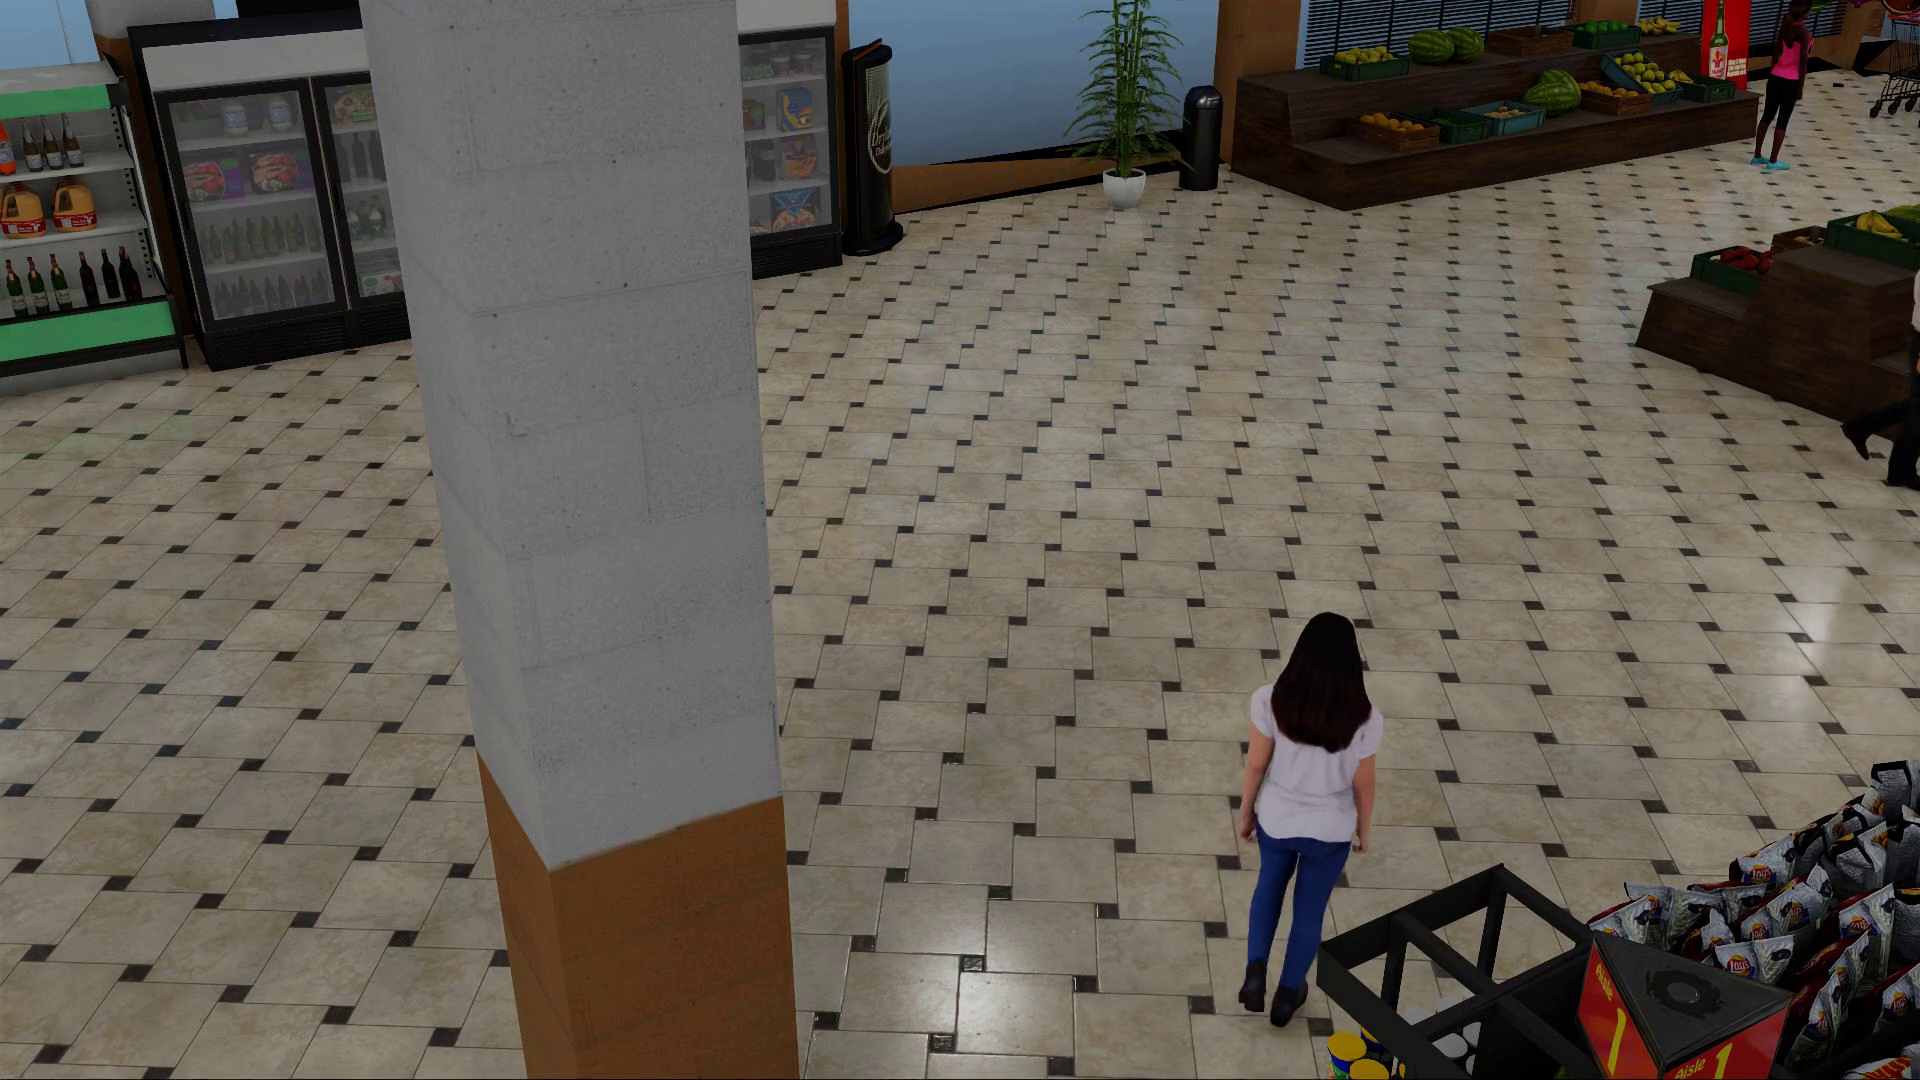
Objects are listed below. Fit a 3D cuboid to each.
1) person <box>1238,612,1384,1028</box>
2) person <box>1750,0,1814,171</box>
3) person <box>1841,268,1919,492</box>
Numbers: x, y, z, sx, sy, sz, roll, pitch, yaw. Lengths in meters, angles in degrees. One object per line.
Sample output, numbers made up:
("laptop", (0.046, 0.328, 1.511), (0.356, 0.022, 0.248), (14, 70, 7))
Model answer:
("person", (1.165, 1.059, 5.732), (0.752, 1.671, 0.805), (12, 29, 22))
("person", (8.408, -4.669, 16.969), (0.588, 1.724, 0.596), (-10, 29, -19))
("person", (5.750, -1.179, 10.007), (0.906, 1.796, 0.904), (19, 33, 33))
